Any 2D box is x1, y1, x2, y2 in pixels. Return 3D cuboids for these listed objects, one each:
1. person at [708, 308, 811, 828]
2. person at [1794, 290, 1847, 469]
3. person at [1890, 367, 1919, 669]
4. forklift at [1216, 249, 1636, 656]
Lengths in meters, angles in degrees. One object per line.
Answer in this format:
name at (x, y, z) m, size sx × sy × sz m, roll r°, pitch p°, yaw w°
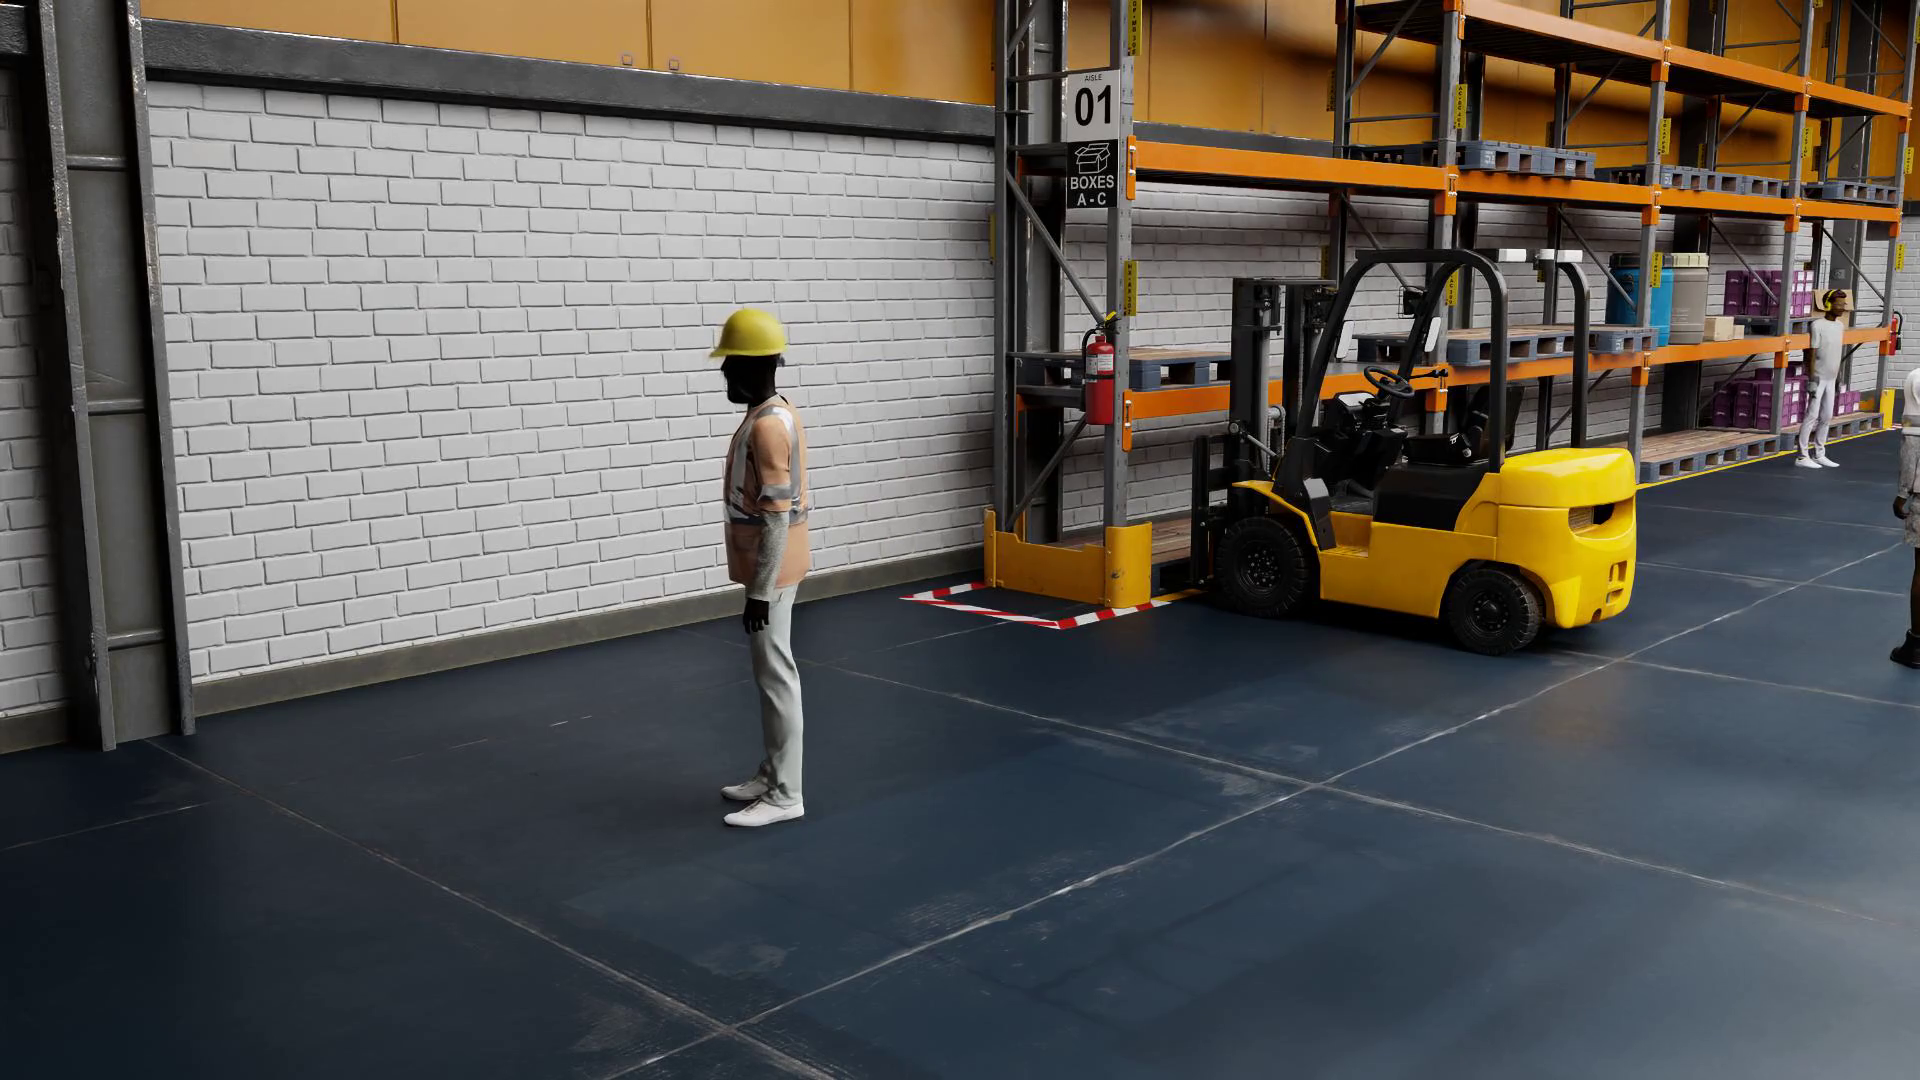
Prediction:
person at (-0.741, 0.103, 6.221) m, size 0.361 × 1.929 × 0.587 m, roll -1°, pitch 9°, yaw -8°
person at (9.008, -1.671, 17.330) m, size 0.505 × 1.860 × 0.320 m, roll -5°, pitch 10°, yaw -28°
person at (5.118, -0.286, 8.581) m, size 0.547 × 1.938 × 0.359 m, roll 2°, pitch 10°, yaw 14°
forklift at (2.710, -0.584, 9.626) m, size 2.313 × 2.155 × 1.214 m, roll 9°, pitch 13°, yaw 43°
